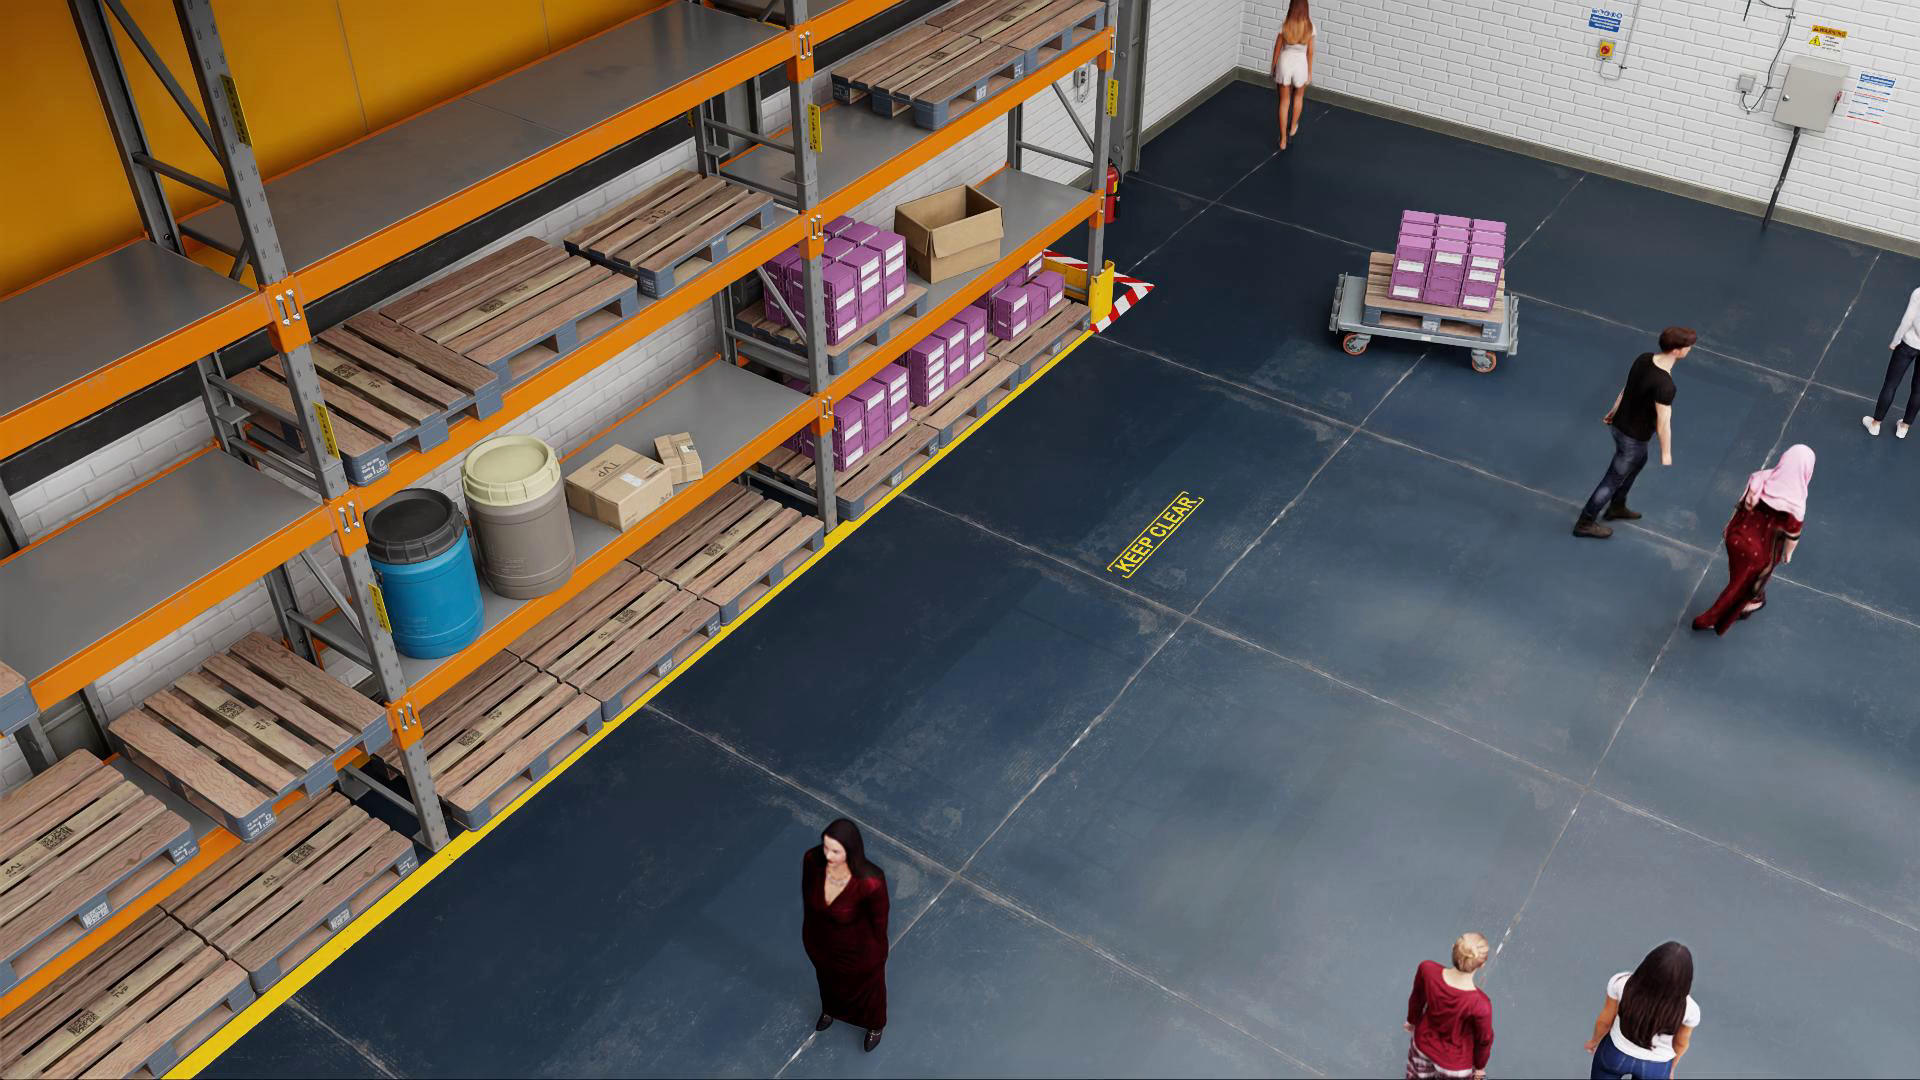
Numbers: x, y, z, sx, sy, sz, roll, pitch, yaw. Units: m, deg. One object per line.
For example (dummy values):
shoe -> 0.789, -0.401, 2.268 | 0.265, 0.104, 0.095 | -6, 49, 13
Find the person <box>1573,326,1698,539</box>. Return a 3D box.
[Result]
person -> 5.001, -0.803, 12.596 | 1.030, 1.870, 0.972 | -1, 39, -1

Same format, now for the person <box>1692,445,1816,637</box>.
person -> 5.548, 0.055, 11.749 | 1.034, 1.585, 0.913 | -15, 41, -18

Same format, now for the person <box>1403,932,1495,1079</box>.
person -> 2.473, 2.585, 8.486 | 0.581, 1.705, 0.657 | -28, 47, -31

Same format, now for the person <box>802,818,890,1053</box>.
person -> -0.615, 2.127, 9.017 | 0.691, 1.757, 0.641 | 18, 42, 21

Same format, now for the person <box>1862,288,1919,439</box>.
person -> 7.932, -1.600, 13.732 | 0.693, 1.698, 0.685 | 8, 39, 10

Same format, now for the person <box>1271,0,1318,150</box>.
person -> 3.608, -5.062, 18.079 | 0.804, 1.682, 0.936 | 6, 39, 8

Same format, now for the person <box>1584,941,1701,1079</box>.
person -> 3.390, 2.629, 8.375 | 0.612, 1.774, 0.546 | 18, 42, 22
